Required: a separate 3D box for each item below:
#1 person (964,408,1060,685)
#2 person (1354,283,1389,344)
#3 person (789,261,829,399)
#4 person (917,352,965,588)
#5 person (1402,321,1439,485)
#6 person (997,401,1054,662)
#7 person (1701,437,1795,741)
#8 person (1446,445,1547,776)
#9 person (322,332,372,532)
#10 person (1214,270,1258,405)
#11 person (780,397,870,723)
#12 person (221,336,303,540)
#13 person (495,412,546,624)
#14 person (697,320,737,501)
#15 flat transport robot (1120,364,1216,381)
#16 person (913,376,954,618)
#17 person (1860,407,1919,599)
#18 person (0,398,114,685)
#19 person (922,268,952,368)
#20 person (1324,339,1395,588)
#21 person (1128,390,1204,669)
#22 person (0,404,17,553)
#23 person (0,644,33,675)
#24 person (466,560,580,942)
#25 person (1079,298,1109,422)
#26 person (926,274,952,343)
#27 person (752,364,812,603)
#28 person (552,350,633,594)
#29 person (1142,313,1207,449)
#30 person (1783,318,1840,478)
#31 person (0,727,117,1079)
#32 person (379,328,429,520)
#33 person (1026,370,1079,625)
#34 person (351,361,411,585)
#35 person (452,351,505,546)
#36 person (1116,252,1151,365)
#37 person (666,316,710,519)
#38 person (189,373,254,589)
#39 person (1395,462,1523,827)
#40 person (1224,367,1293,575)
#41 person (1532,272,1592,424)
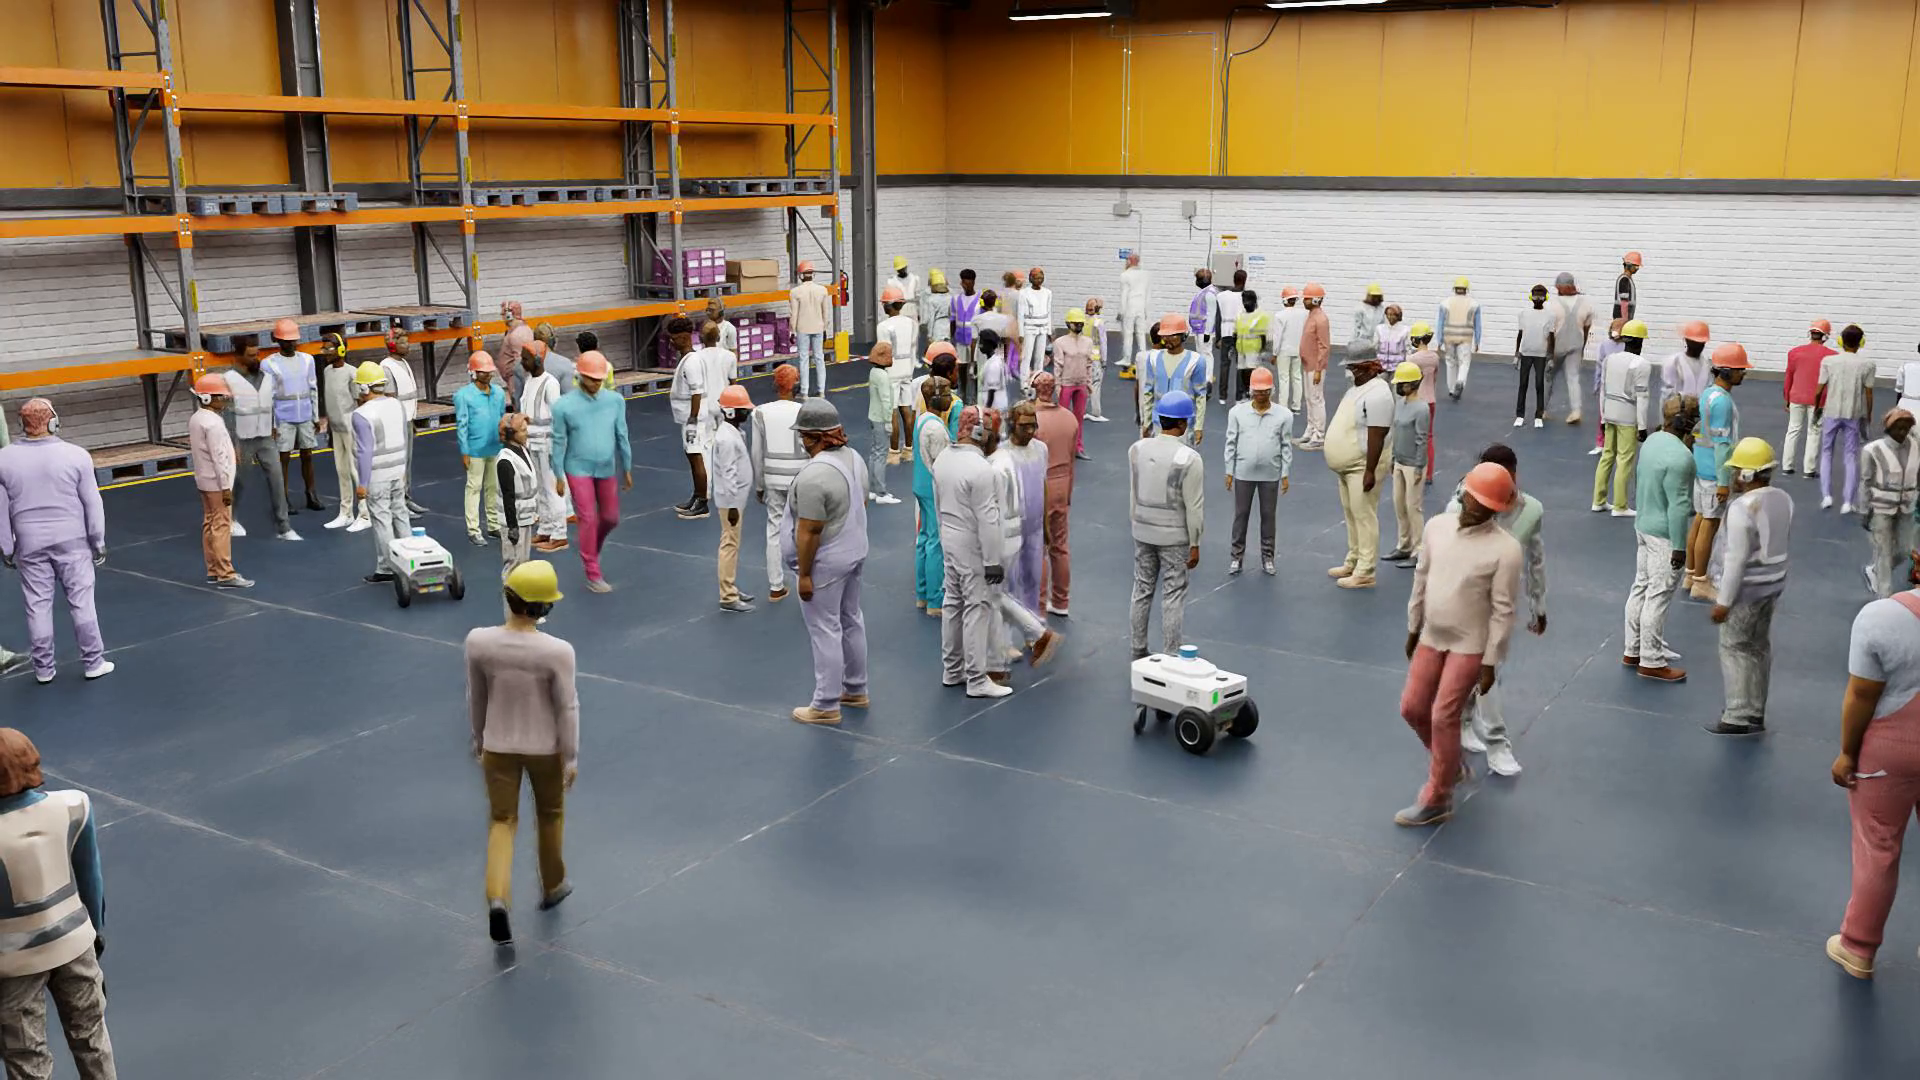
[{"bbox_3d":[0.317,0.048,10.966,0.570,1.870,0.619,1,13,3],"label":"person"},{"bbox_3d":[5.826,-2.746,23.419,0.492,1.723,0.613,-2,13,-8],"label":"person"},{"bbox_3d":[-2.190,-3.033,24.075,0.608,1.989,0.386,-7,15,-29],"label":"person"},{"bbox_3d":[-0.138,-0.568,13.533,0.386,1.921,0.595,-9,16,-35],"label":"person"},{"bbox_3d":[4.873,-1.445,17.697,0.518,1.756,0.342,-11,17,-40],"label":"person"},{"bbox_3d":[0.418,-0.063,11.546,0.518,1.835,0.357,-9,16,-35],"label":"person"},{"bbox_3d":[4.730,0.292,10.011,0.600,1.830,0.403,-10,16,-37],"label":"person"},{"bbox_3d":[3.097,0.390,9.488,0.623,1.861,0.912,-4,14,-17],"label":"person"},{"bbox_3d":[-5.762,-1.009,15.558,0.519,1.873,0.335,9,16,33],"label":"person"},{"bbox_3d":[3.903,-2.861,23.521,0.613,1.904,0.412,4,14,17],"label":"person"},{"bbox_3d":[-0.857,0.106,10.345,0.535,2.000,0.682,6,14,24],"label":"person"},{"bbox_3d":[-6.494,-0.919,15.195,0.913,1.900,0.598,7,15,28],"label":"person"},{"bbox_3d":[-3.251,-0.126,12.233,0.307,1.639,0.525,-1,13,-2],"label":"person"},{"bbox_3d":[-2.509,-1.310,16.919,0.508,1.846,0.345,-4,14,-18],"label":"person"},{"bbox_3d":[3.239,-2.608,25.996,0.652,0.197,1.431,-11,17,-40],"label":"flat transport robot"},{"bbox_3d":[-0.180,-0.329,12.662,0.345,1.846,0.508,-4,14,-18],"label":"person"},{"bbox_3d":[7.124,-0.242,12.795,0.545,1.618,0.513,0,13,-1],"label":"person"},{"bbox_3d":[-6.028,0.009,11.064,0.652,1.906,0.402,-4,14,-16],"label":"person"},{"bbox_3d":[-0.343,-3.568,27.092,0.525,1.675,0.967,-1,13,-5],"label":"person"},{"bbox_3d":[3.242,-0.644,13.600,0.535,2.000,0.688,-1,13,-3],"label":"person"},{"bbox_3d":[1.390,-0.038,11.200,0.606,1.941,0.414,13,18,43],"label":"person"},{"bbox_3d":[-8.552,-0.647,14.499,0.514,1.636,0.310,-9,16,-36],"label":"person"},{"bbox_3d":[-6.642,0.143,10.930,0.591,1.697,0.856,13,18,43],"label":"person"},{"bbox_3d":[-1.960,0.927,7.482,0.545,1.724,0.711,1,13,3],"label":"person"},{"bbox_3d":[1.760,-2.381,22.014,0.306,1.639,0.524,-9,16,-34],"label":"person"},{"bbox_3d":[-0.302,-3.107,24.952,0.484,1.736,0.308,-9,16,-35],"label":"person"},{"bbox_3d":[-1.341,-0.432,13.027,0.574,1.883,0.361,4,14,18],"label":"person"},{"bbox_3d":[-3.005,-0.576,13.471,0.640,1.962,0.710,-8,15,-31],"label":"person"},{"bbox_3d":[1.991,-1.110,15.616,0.615,2.040,0.391,7,15,29],"label":"person"},{"bbox_3d":[9.308,-1.550,18.191,0.354,1.740,0.569,-12,18,-42],"label":"person"},{"bbox_3d":[-3.104,1.407,5.582,0.310,1.640,0.514,8,15,31],"label":"person"},{"bbox_3d":[-5.429,-1.127,16.111,0.389,1.850,0.567,-1,13,-4],"label":"person"},{"bbox_3d":[0.598,-0.321,12.493,0.400,1.907,0.644,12,18,42],"label":"person"},{"bbox_3d":[-4.755,-0.546,13.627,0.404,1.833,0.591,4,14,17],"label":"person"},{"bbox_3d":[-4.299,-0.838,15.065,0.330,1.753,0.561,8,15,32],"label":"person"},{"bbox_3d":[2.888,-3.880,27.943,0.648,1.909,0.405,-10,16,-38],"label":"person"},{"bbox_3d":[-2.626,-1.189,16.129,0.368,1.963,0.612,-3,13,-13],"label":"person"},{"bbox_3d":[-6.033,-0.481,13.525,0.326,1.749,0.564,-10,17,-38],"label":"person"},{"bbox_3d":[2.548,0.544,8.645,0.479,1.948,0.650,-8,15,-31],"label":"person"},{"bbox_3d":[2.492,-0.575,13.928,0.562,1.752,0.324,2,13,7],"label":"person"},{"bbox_3d":[7.959,-2.562,21.918,0.679,2.000,1.036,-1,13,-3],"label":"person"}]
